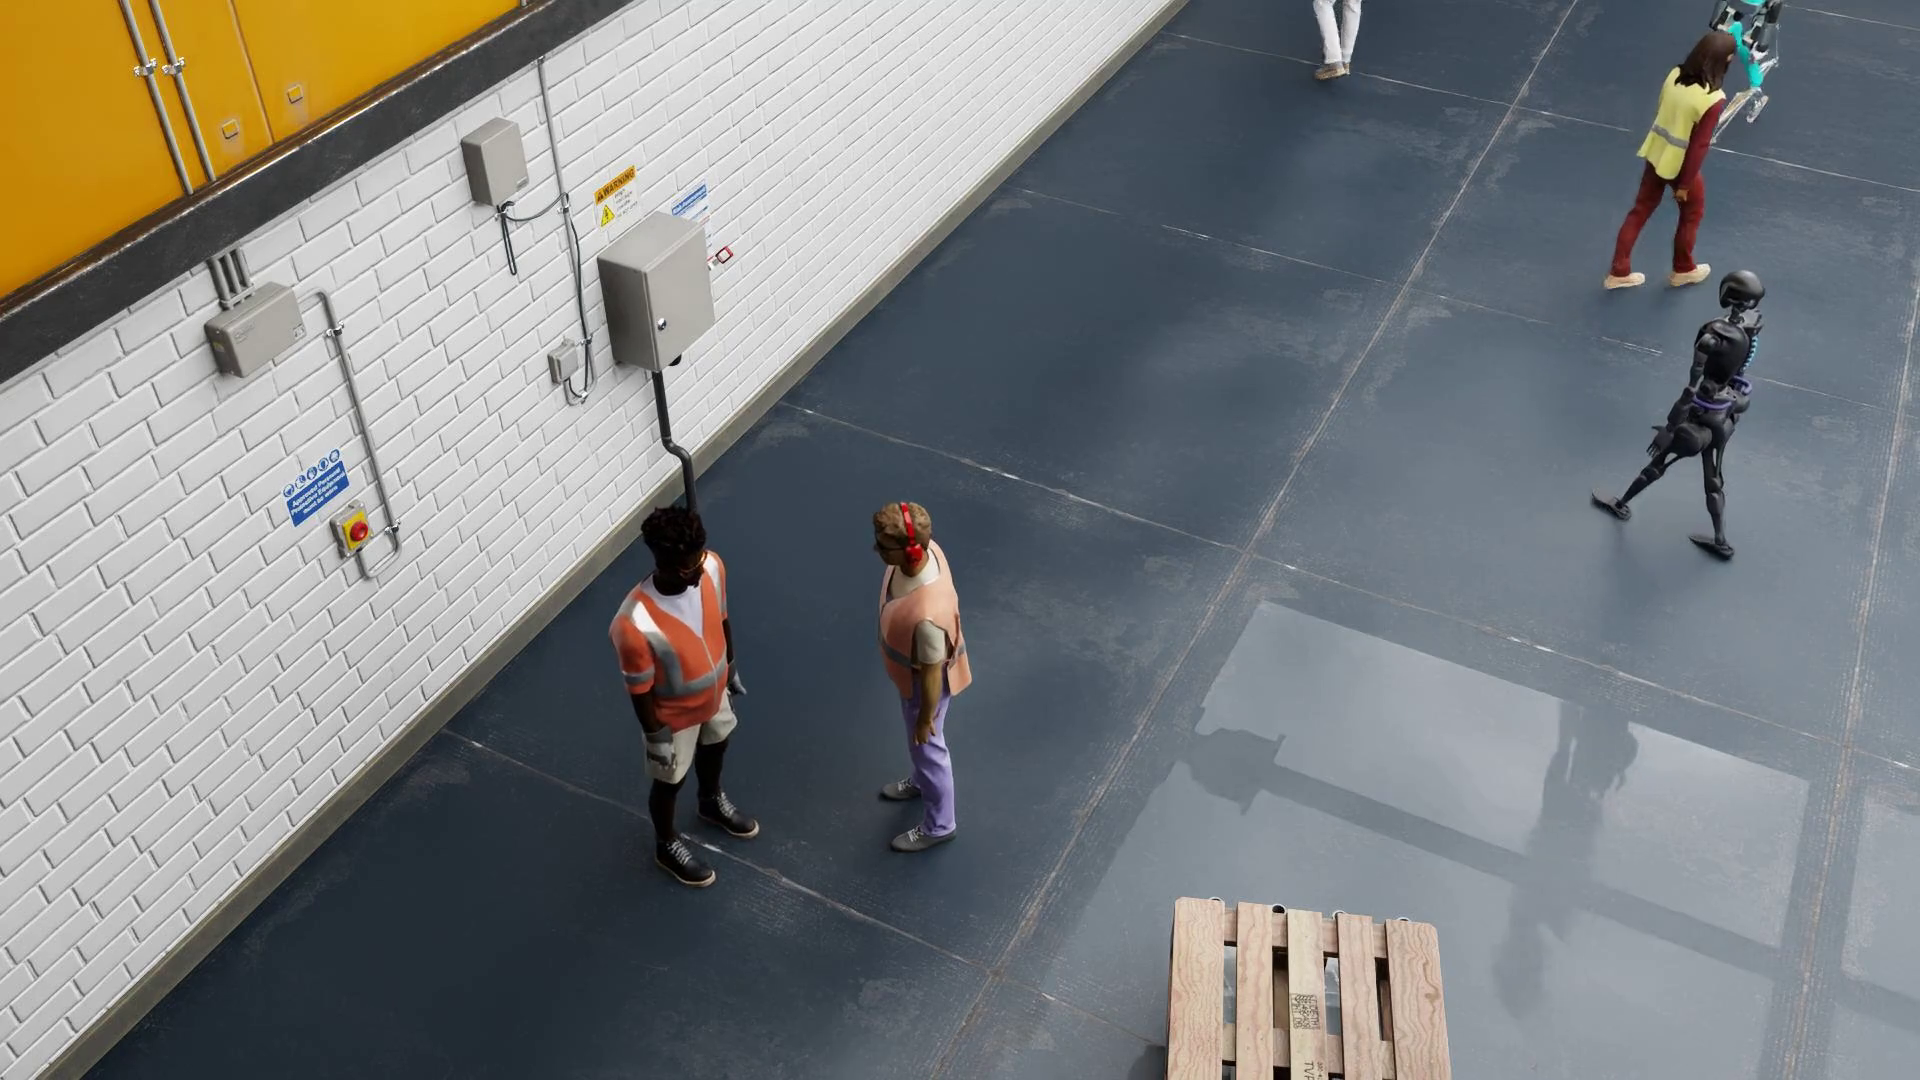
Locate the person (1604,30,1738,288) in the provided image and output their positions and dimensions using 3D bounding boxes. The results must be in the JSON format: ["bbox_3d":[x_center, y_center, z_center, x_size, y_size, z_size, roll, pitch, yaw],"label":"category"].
[{"bbox_3d":[4.594,-2.380,10.473,0.792,1.744,0.473,-15,43,-17],"label":"person"}]

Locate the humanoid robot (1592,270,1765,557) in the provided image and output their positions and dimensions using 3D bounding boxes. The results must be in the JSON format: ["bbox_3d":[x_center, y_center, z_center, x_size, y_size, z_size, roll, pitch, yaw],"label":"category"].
[{"bbox_3d":[3.836,-0.676,8.579,0.608,1.620,0.791,-27,48,-28],"label":"humanoid robot"}]

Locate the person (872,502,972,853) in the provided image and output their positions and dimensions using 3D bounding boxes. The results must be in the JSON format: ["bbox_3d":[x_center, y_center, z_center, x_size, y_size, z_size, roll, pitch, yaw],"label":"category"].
[{"bbox_3d":[-0.151,0.566,6.983,0.379,1.837,0.562,-7,41,-8],"label":"person"}]

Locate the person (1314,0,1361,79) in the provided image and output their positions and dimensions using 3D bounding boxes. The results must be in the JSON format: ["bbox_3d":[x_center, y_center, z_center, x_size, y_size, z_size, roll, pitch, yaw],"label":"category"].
[{"bbox_3d":[2.992,-4.467,12.782,0.592,1.876,0.424,-17,44,-19],"label":"person"}]

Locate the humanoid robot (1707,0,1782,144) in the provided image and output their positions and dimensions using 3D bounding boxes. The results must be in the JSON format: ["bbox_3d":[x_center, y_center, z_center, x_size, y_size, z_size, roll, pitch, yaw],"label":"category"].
[{"bbox_3d":[5.865,-3.737,12.054,0.959,1.769,0.532,-18,44,-20],"label":"humanoid robot"}]

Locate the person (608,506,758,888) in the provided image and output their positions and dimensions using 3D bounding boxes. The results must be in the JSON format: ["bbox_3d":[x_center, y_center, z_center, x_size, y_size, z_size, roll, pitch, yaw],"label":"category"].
[{"bbox_3d":[-1.116,0.634,6.818,0.370,1.957,0.599,23,46,24],"label":"person"}]
